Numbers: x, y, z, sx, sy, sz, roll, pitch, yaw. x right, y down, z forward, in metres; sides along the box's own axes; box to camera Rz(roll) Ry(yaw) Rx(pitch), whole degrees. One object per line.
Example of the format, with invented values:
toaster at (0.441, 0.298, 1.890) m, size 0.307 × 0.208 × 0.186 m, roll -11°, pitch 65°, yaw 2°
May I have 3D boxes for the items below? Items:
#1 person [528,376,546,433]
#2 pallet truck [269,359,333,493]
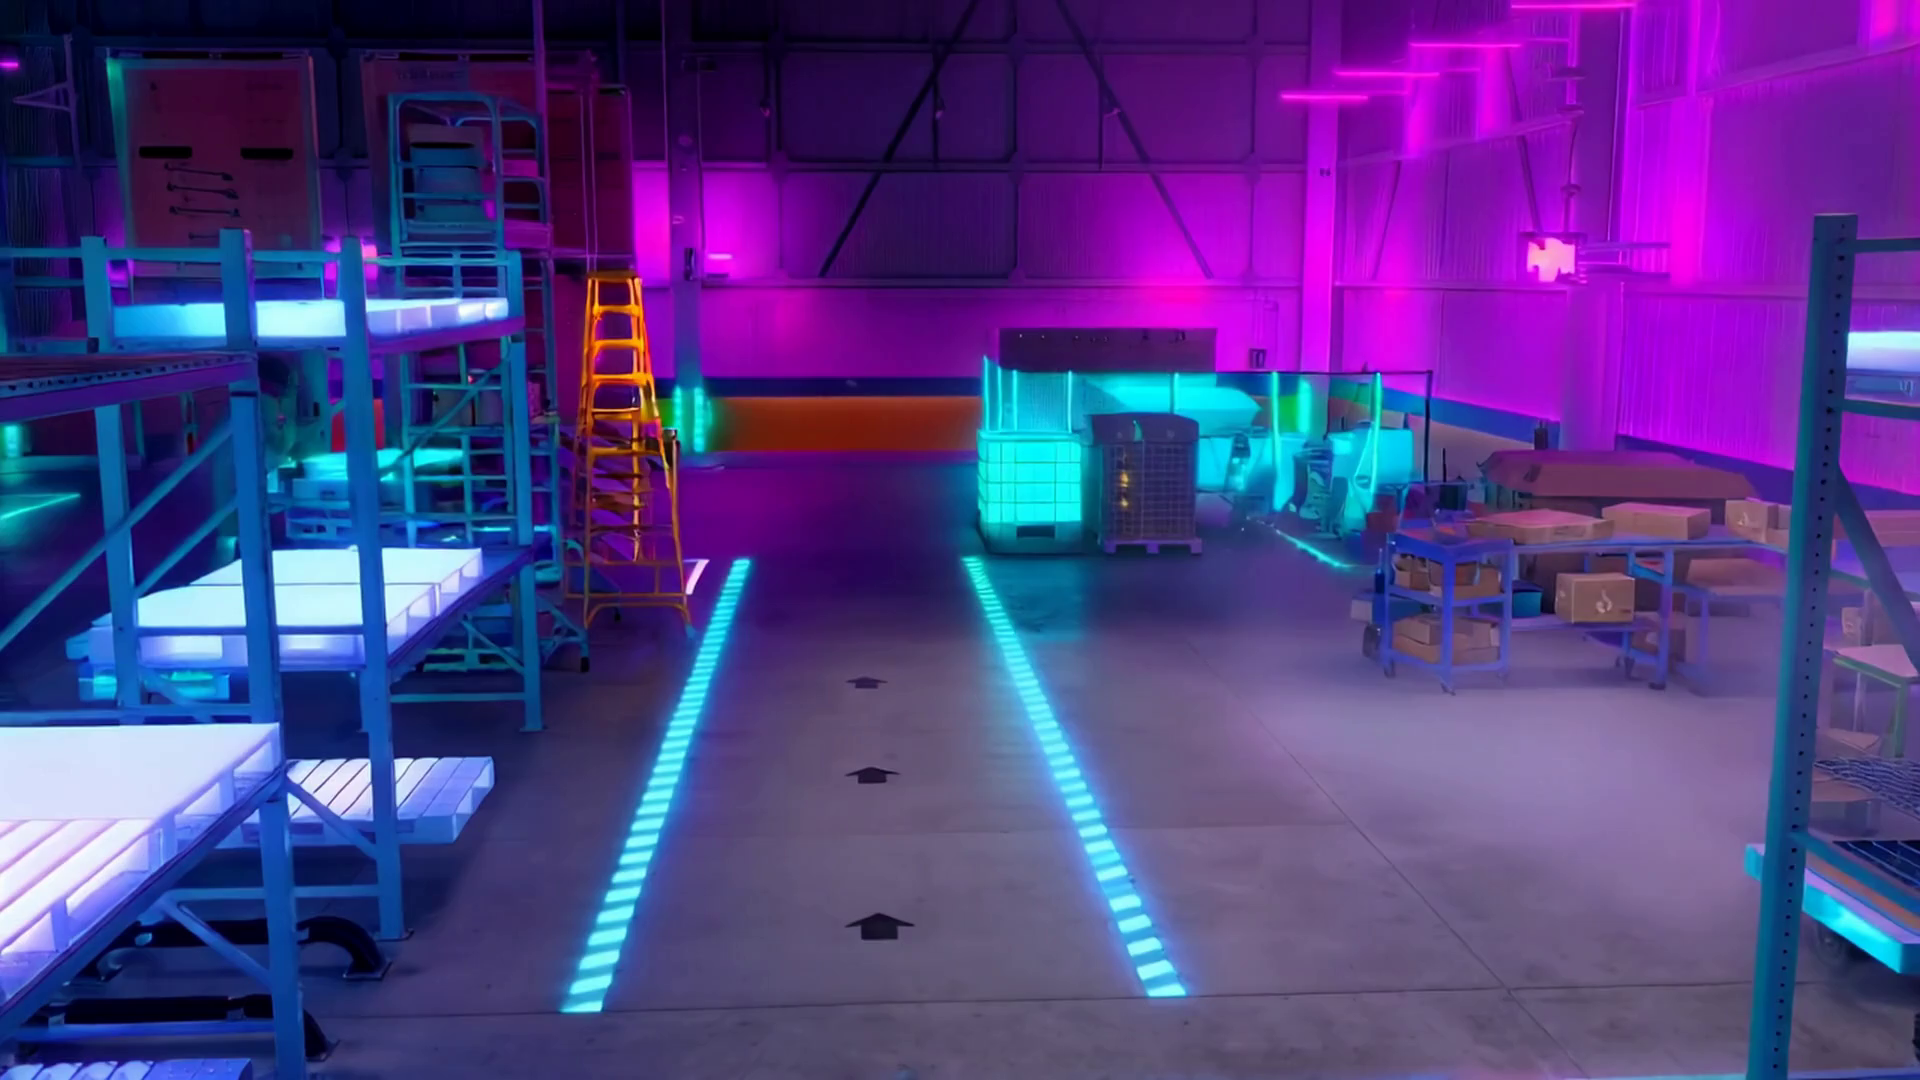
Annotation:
person at (-4.146, -0.687, 16.555) m, size 1.007 × 1.888 × 0.640 m, roll -5°, pitch 10°, yaw -29°
pallet truck at (-7.062, -1.131, 18.996) m, size 1.885 × 1.965 × 0.823 m, roll 2°, pitch 9°, yaw 13°
